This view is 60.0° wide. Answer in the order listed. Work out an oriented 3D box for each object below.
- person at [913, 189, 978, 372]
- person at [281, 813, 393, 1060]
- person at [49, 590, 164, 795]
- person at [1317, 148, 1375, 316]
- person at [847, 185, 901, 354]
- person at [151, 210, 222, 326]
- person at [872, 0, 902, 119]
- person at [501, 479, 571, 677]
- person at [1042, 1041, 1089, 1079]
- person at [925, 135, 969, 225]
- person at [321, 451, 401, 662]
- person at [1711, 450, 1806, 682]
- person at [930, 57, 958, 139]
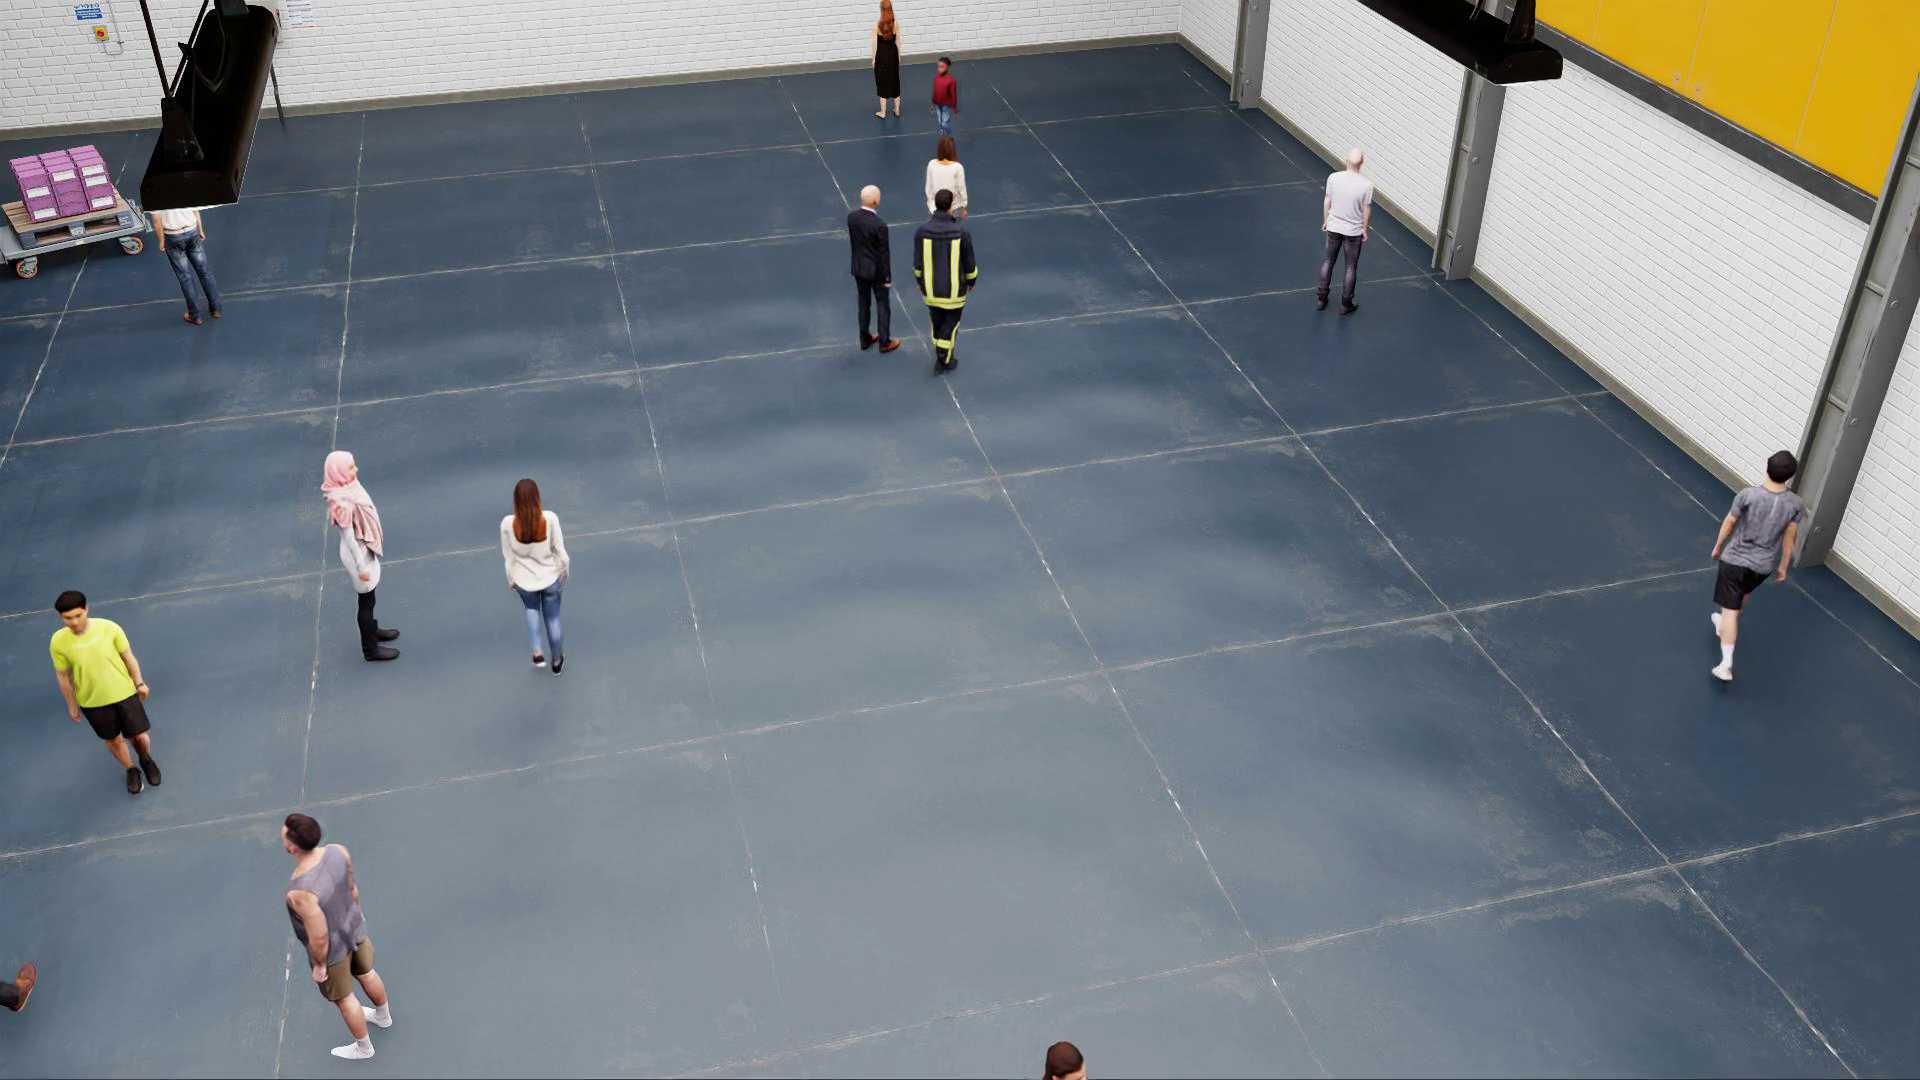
[{"bbox_3d":[-0.170,-2.585,16.664,0.937,1.920,0.939,6,34,9],"label":"person"},{"bbox_3d":[-3.581,2.272,9.525,0.785,1.844,0.648,7,34,11],"label":"person"},{"bbox_3d":[-5.896,1.001,11.469,0.693,1.699,0.659,-14,36,-21],"label":"person"},{"bbox_3d":[4.127,-3.326,17.859,0.744,1.831,0.807,18,38,25],"label":"person"},{"bbox_3d":[-0.951,-2.765,17.048,0.804,1.794,0.880,21,39,28],"label":"person"},{"bbox_3d":[-8.250,-3.199,17.646,0.763,1.856,0.751,27,42,34],"label":"person"},{"bbox_3d":[-1.015,-6.686,23.100,0.587,1.626,0.600,-13,36,-18],"label":"person"},{"bbox_3d":[-3.160,0.332,12.489,0.647,1.683,0.597,-4,34,-6],"label":"person"},{"bbox_3d":[0.453,3.076,8.517,1.077,1.511,0.964,22,39,29],"label":"person"},{"bbox_3d":[-0.188,-3.656,18.501,0.789,1.671,0.847,14,36,20],"label":"person"},{"bbox_3d":[-4.596,0.116,12.708,0.662,1.800,0.490,-8,35,-12],"label":"person"},{"bbox_3d":[5.947,0.216,12.521,1.033,1.841,1.304,7,34,10],"label":"person"},{"bbox_3d":[-0.177,-5.834,22.162,0.567,1.245,0.644,23,40,31],"label":"person"}]
